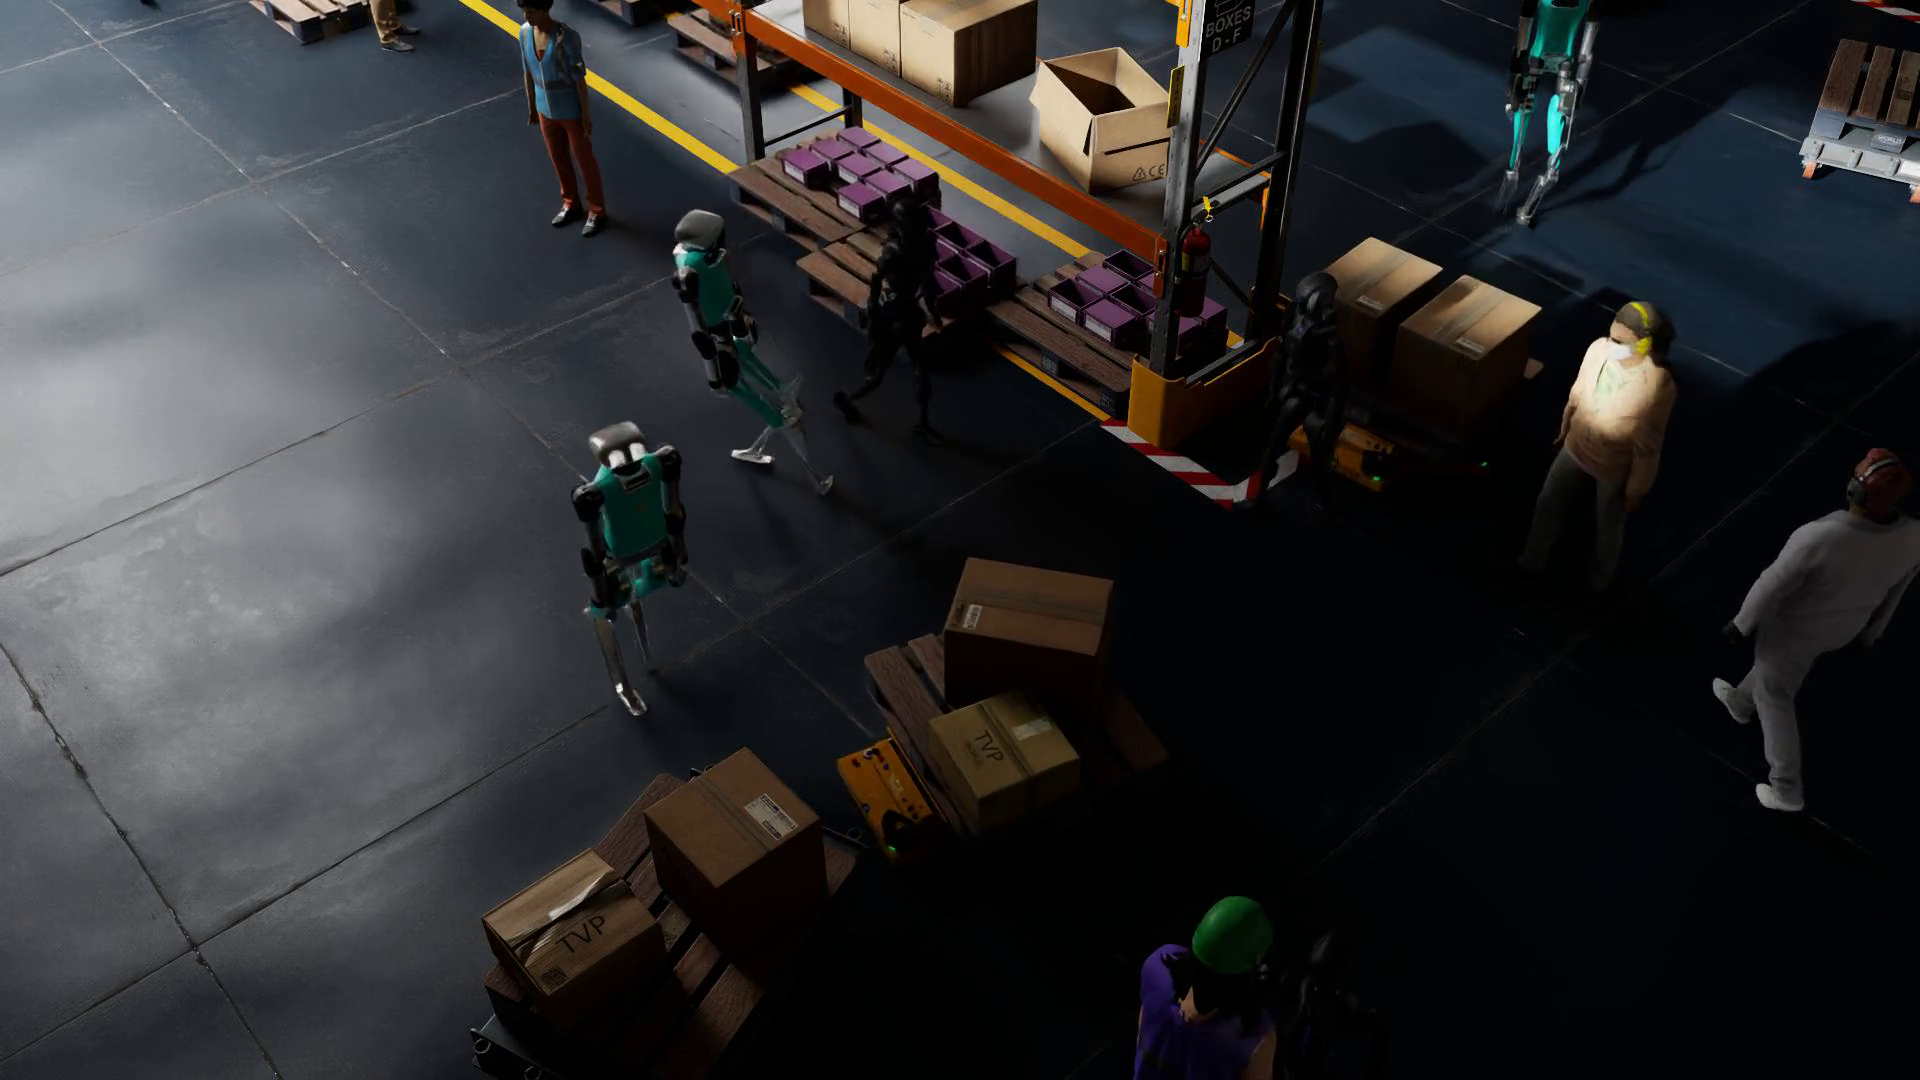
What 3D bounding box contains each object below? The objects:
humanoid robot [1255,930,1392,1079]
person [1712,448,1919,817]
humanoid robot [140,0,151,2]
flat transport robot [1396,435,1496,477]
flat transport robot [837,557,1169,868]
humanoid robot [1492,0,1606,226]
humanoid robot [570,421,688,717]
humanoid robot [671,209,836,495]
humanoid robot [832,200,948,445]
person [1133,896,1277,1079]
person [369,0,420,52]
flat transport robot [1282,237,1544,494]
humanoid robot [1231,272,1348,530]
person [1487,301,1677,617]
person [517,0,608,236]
[{"bbox_3d":[1.204,1.923,5.964,0.593,1.646,0.335,18,46,19],"label":"humanoid robot"},{"bbox_3d":[3.848,0.394,7.488,0.650,1.871,0.924,-7,43,-8],"label":"person"},{"bbox_3d":[-7.213,-5.295,13.830,0.584,1.638,0.675,-29,50,-28],"label":"humanoid robot"},{"bbox_3d":[2.825,-0.923,10.099,0.659,0.231,1.431,4,43,5],"label":"flat transport robot"},{"bbox_3d":[0.192,1.028,7.977,1.431,0.231,0.659,-19,46,-19],"label":"flat transport robot"},{"bbox_3d":[3.903,-2.840,11.156,0.541,1.841,0.786,8,43,9],"label":"humanoid robot"},{"bbox_3d":[-1.636,0.092,7.955,0.531,1.836,0.738,-30,50,-29],"label":"humanoid robot"},{"bbox_3d":[-1.042,-0.944,9.093,0.890,1.846,0.574,9,43,10],"label":"humanoid robot"},{"bbox_3d":[-0.393,-1.271,9.486,0.732,1.641,0.602,28,50,27],"label":"humanoid robot"},{"bbox_3d":[0.828,1.893,5.816,0.435,1.922,0.539,-33,52,-31],"label":"person"},{"bbox_3d":[-4.621,-4.772,13.189,0.337,1.748,0.561,-2,43,-2],"label":"person"},{"bbox_3d":[2.650,-0.819,9.986,0.659,0.231,1.431,32,52,30],"label":"flat transport robot"},{"bbox_3d":[1.869,-0.730,8.869,0.561,1.641,0.600,-20,46,-20],"label":"humanoid robot"},{"bbox_3d":[3.235,-0.413,8.387,0.510,1.855,0.604,-20,46,-21],"label":"person"},{"bbox_3d":[-2.680,-2.887,11.136,0.505,1.758,0.331,16,45,17],"label":"person"}]
